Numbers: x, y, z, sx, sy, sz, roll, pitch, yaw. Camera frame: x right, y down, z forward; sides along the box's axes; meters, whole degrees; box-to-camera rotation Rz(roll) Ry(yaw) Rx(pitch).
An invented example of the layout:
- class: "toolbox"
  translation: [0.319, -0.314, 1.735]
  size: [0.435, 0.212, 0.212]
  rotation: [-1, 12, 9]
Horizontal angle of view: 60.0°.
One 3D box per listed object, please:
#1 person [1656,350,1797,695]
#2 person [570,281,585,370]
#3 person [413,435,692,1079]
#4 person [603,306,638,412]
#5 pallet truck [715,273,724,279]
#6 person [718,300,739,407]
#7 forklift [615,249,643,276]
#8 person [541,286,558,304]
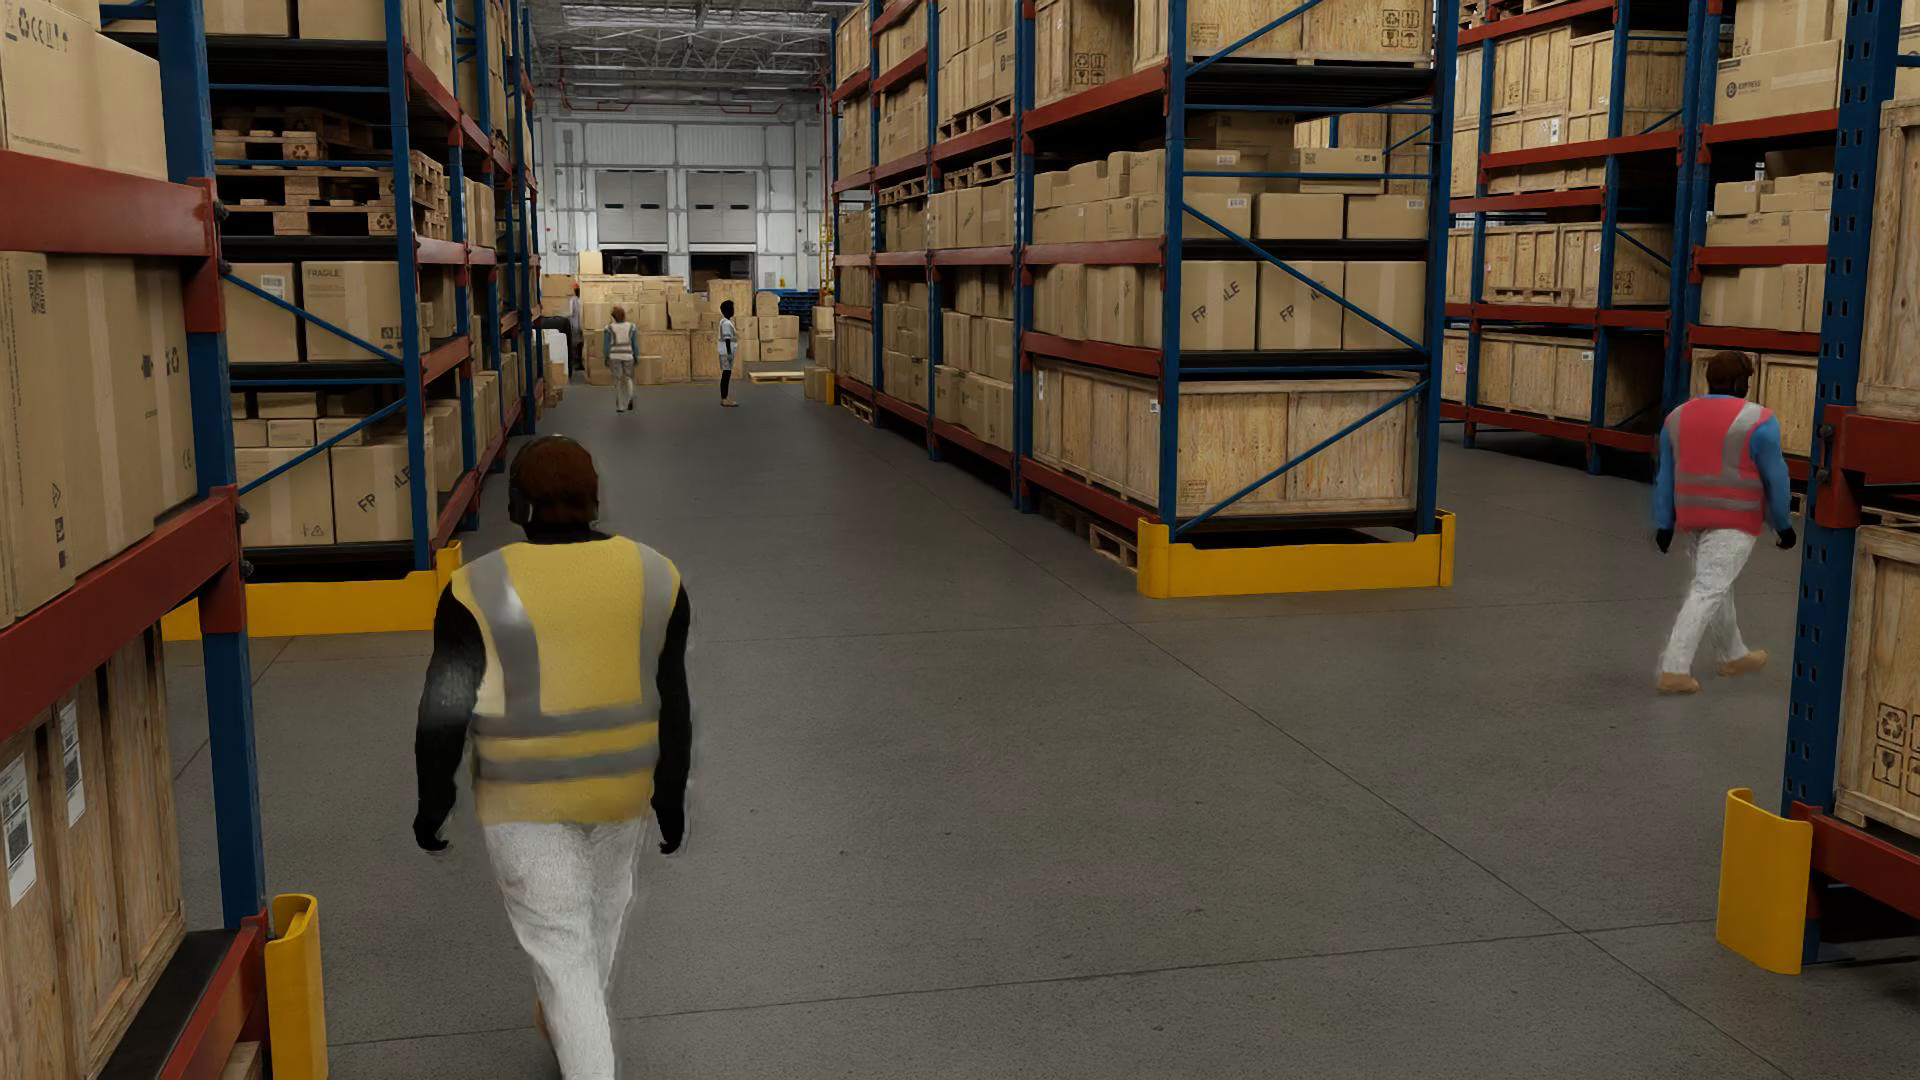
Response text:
- class: "person"
  translation: [4.003, -0.096, 8.747]
  size: [0.983, 1.794, 0.616]
  rotation: [-5, 10, -27]
- class: "person"
  translation: [-8.185, -4.601, 35.772]
  size: [0.406, 1.923, 0.582]
  rotation: [-4, 10, -24]
- class: "person"
  translation: [-1.057, 0.631, 4.239]
  size: [0.646, 1.796, 0.920]
  rotation: [-7, 11, -35]
- class: "person"
  translation: [-5.221, -2.780, 25.583]
  size: [0.538, 1.620, 0.390]
  rotation: [-5, 10, -26]
- class: "pallet truck"
  translation: [-8.580, -8.986, 62.280]
  size: [1.885, 1.965, 0.823]
  rotation: [1, 9, 5]
- class: "person"
  translation: [-3.702, -2.972, 26.538]
  size: [0.316, 1.696, 0.542]
  rotation: [-2, 10, -12]
- class: "forklift"
  translation: [-11.057, -8.346, 55.695]
  size: [1.129, 2.768, 1.873]
  rotation: [3, 10, 16]
- class: "person"
  translation: [-14.516, -8.383, 58.820]
  size: [0.593, 1.925, 0.384]
  rotation: [-2, 9, -11]
